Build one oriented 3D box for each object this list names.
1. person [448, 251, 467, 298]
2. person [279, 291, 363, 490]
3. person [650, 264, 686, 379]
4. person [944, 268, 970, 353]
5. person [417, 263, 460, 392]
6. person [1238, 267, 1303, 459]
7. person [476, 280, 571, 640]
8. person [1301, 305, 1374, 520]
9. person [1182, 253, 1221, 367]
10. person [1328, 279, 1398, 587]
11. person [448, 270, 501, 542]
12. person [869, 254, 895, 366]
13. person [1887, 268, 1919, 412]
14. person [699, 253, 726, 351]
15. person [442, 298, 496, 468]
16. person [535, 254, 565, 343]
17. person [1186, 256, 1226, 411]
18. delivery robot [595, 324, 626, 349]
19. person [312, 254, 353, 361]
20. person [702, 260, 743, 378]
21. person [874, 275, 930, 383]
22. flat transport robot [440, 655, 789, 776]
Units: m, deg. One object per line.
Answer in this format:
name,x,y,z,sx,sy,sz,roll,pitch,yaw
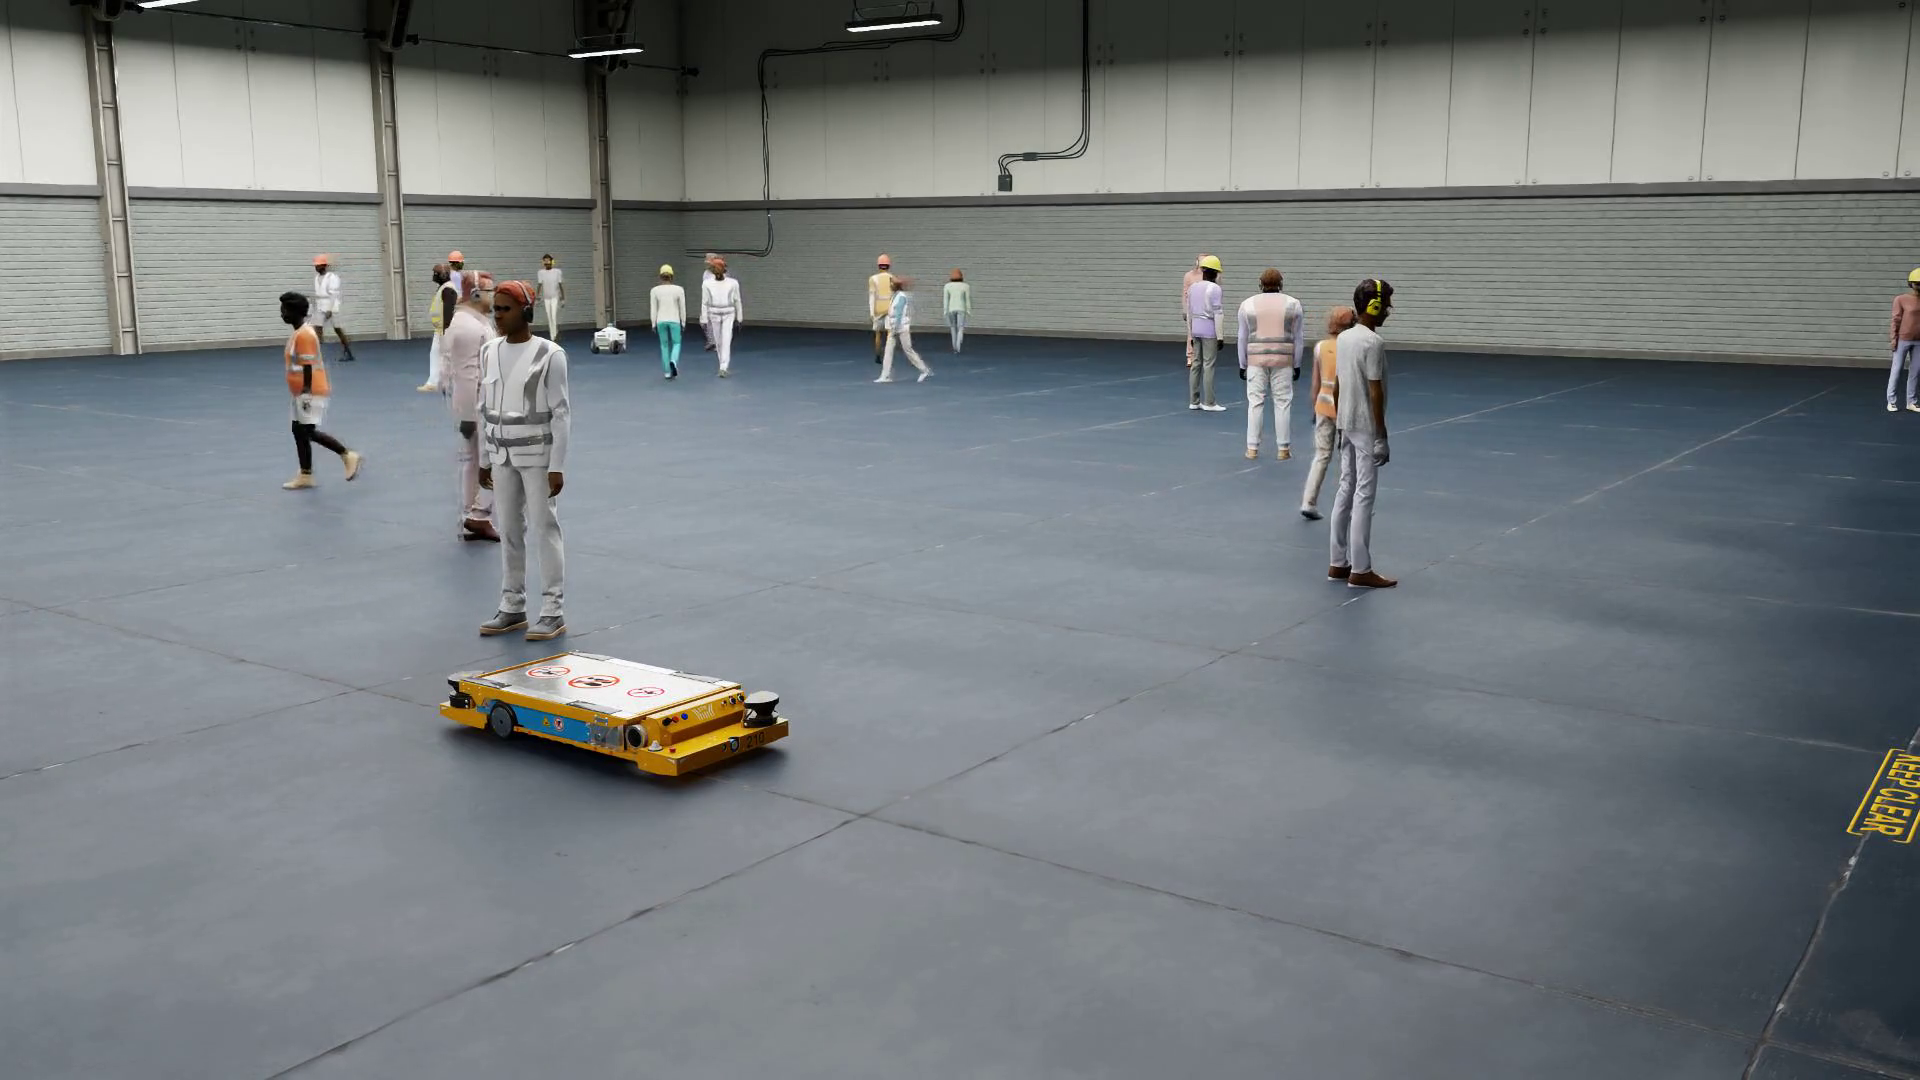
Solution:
person,-8.708,-4.029,28.846,0.360,1.938,0.546,-8,13,-37
person,-5.442,-1.257,14.037,0.561,1.677,0.532,-7,12,-33
person,-4.461,-3.324,25.399,0.535,1.752,0.489,-1,10,-4
person,-0.064,-4.323,31.408,0.506,1.612,0.646,1,10,7
person,-7.144,-2.983,23.385,0.942,1.807,0.634,-5,11,-24
person,2.987,-1.696,16.044,0.627,1.845,0.429,2,10,10
person,-2.308,-0.414,8.754,0.574,1.883,0.355,5,11,25
person,2.839,-0.942,12.473,0.558,1.637,0.527,-8,13,-37
person,4.056,-3.854,27.942,0.641,1.913,0.407,0,10,1
person,2.451,-0.645,10.104,0.328,1.865,0.519,-3,11,-17
person,-3.303,-0.915,11.550,0.445,1.889,0.649,-4,11,-21
person,-1.270,-3.922,28.394,0.563,1.895,0.992,-2,10,-12
person,11.749,-2.457,20.524,0.522,1.768,0.312,0,10,1
person,-4.756,-4.558,31.953,0.660,1.888,0.521,9,14,43
person,-4.586,-1.501,15.659,0.505,1.591,0.856,1,10,3
person,-8.493,-4.961,34.324,0.566,1.836,0.840,1,10,4
person,3.062,-2.553,20.637,0.382,1.917,0.585,-7,12,-34
delivery robot,-6.599,-3.837,31.380,0.477,0.478,0.707,3,11,15
person,-11.052,-4.028,29.013,0.561,1.888,1.019,4,11,23
person,-3.719,-3.472,26.056,0.617,1.833,1.009,0,10,0
person,-0.855,-3.143,24.808,0.821,1.608,0.508,-4,11,-23
flat transport robot,-1.478,0.700,7.023,1.431,0.197,0.652,7,12,35
